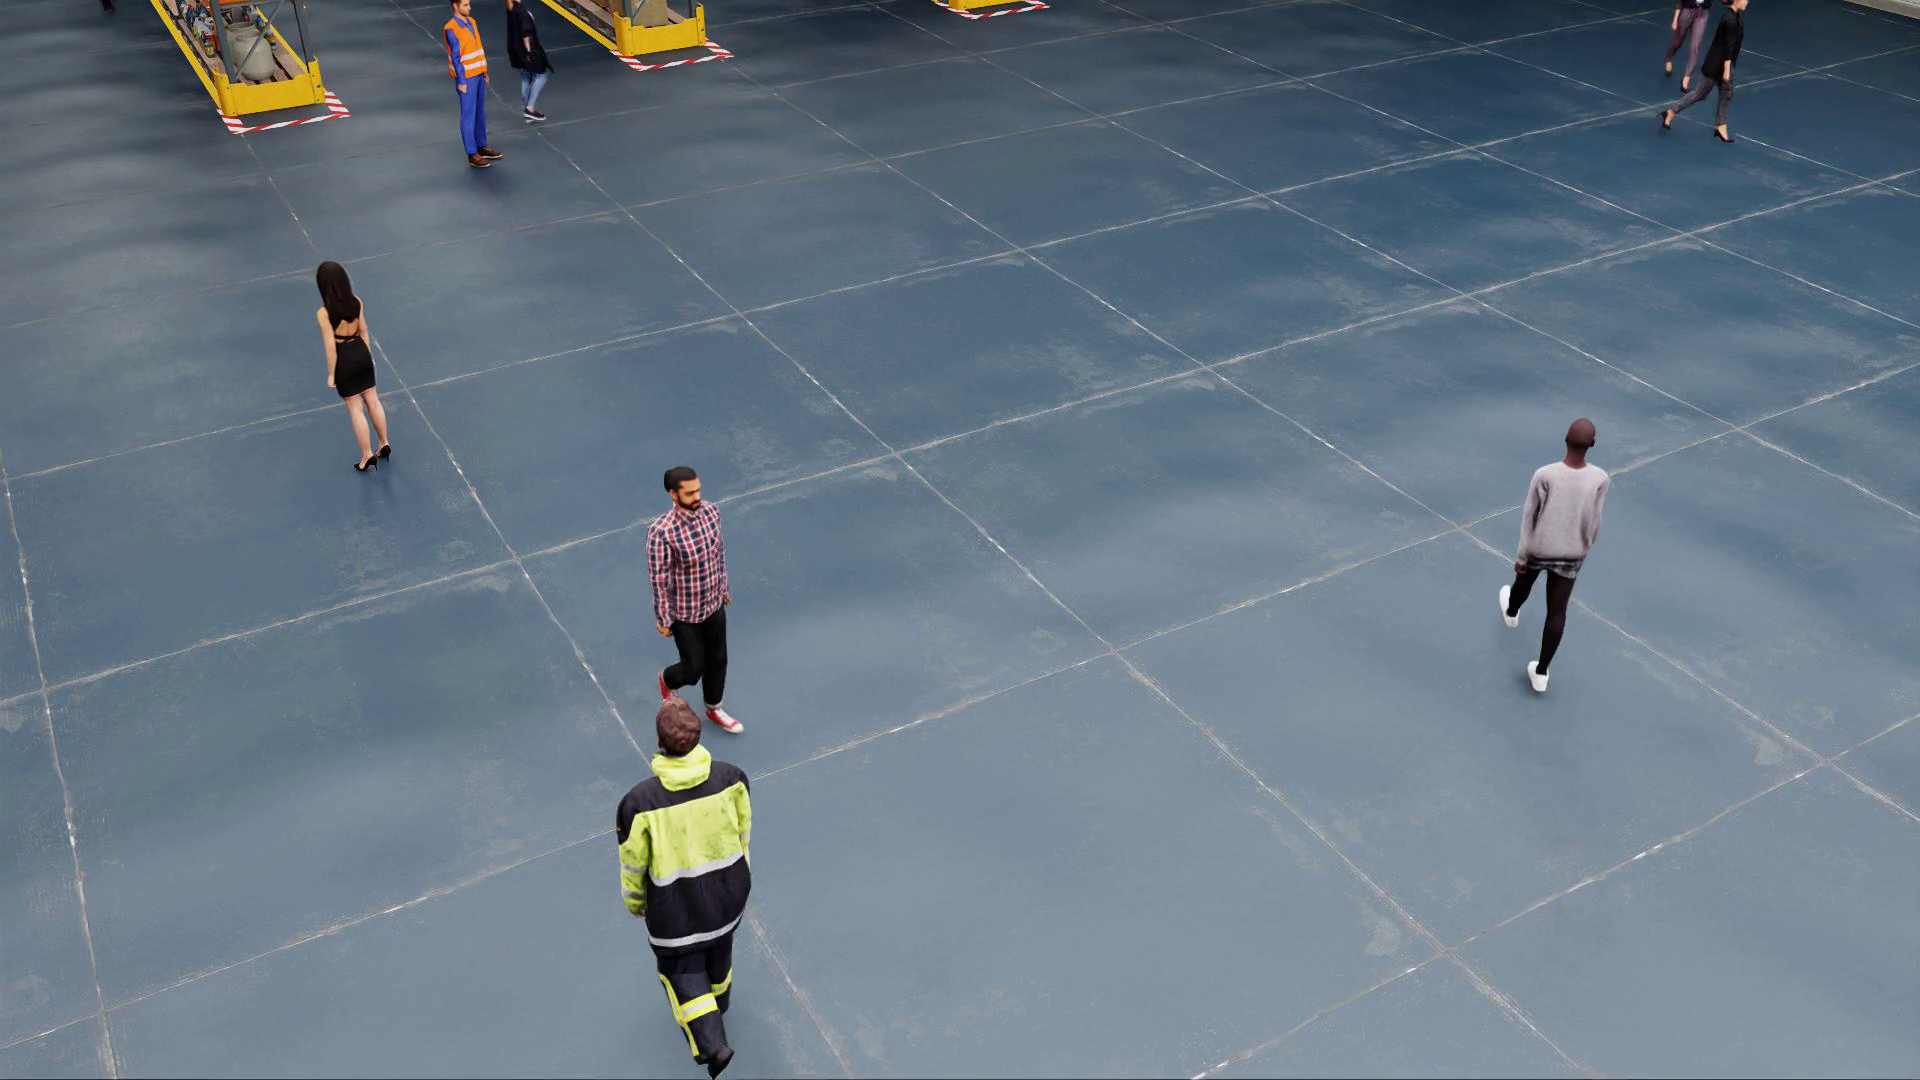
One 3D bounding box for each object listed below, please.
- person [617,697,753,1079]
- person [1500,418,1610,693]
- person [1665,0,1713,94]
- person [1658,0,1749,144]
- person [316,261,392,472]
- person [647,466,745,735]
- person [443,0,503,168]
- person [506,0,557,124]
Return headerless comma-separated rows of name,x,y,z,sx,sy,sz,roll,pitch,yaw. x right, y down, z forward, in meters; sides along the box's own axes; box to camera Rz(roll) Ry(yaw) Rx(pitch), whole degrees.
person,-1.175,1.595,7.449,0.770,1.961,1.020,-16,36,-24
person,3.592,0.125,9.993,1.079,1.733,1.194,4,32,6
person,8.930,-6.376,20.394,0.976,1.630,1.122,3,32,5
person,8.403,-5.295,18.629,1.191,1.685,1.018,15,35,23
person,-4.492,-1.278,12.296,0.645,1.648,0.644,18,36,26
person,-1.586,0.342,9.632,0.931,1.751,0.852,24,39,33
person,-5.314,-5.012,18.017,0.835,1.861,0.772,8,33,12
person,-5.097,-5.630,19.171,0.709,1.675,0.635,-21,38,-30
